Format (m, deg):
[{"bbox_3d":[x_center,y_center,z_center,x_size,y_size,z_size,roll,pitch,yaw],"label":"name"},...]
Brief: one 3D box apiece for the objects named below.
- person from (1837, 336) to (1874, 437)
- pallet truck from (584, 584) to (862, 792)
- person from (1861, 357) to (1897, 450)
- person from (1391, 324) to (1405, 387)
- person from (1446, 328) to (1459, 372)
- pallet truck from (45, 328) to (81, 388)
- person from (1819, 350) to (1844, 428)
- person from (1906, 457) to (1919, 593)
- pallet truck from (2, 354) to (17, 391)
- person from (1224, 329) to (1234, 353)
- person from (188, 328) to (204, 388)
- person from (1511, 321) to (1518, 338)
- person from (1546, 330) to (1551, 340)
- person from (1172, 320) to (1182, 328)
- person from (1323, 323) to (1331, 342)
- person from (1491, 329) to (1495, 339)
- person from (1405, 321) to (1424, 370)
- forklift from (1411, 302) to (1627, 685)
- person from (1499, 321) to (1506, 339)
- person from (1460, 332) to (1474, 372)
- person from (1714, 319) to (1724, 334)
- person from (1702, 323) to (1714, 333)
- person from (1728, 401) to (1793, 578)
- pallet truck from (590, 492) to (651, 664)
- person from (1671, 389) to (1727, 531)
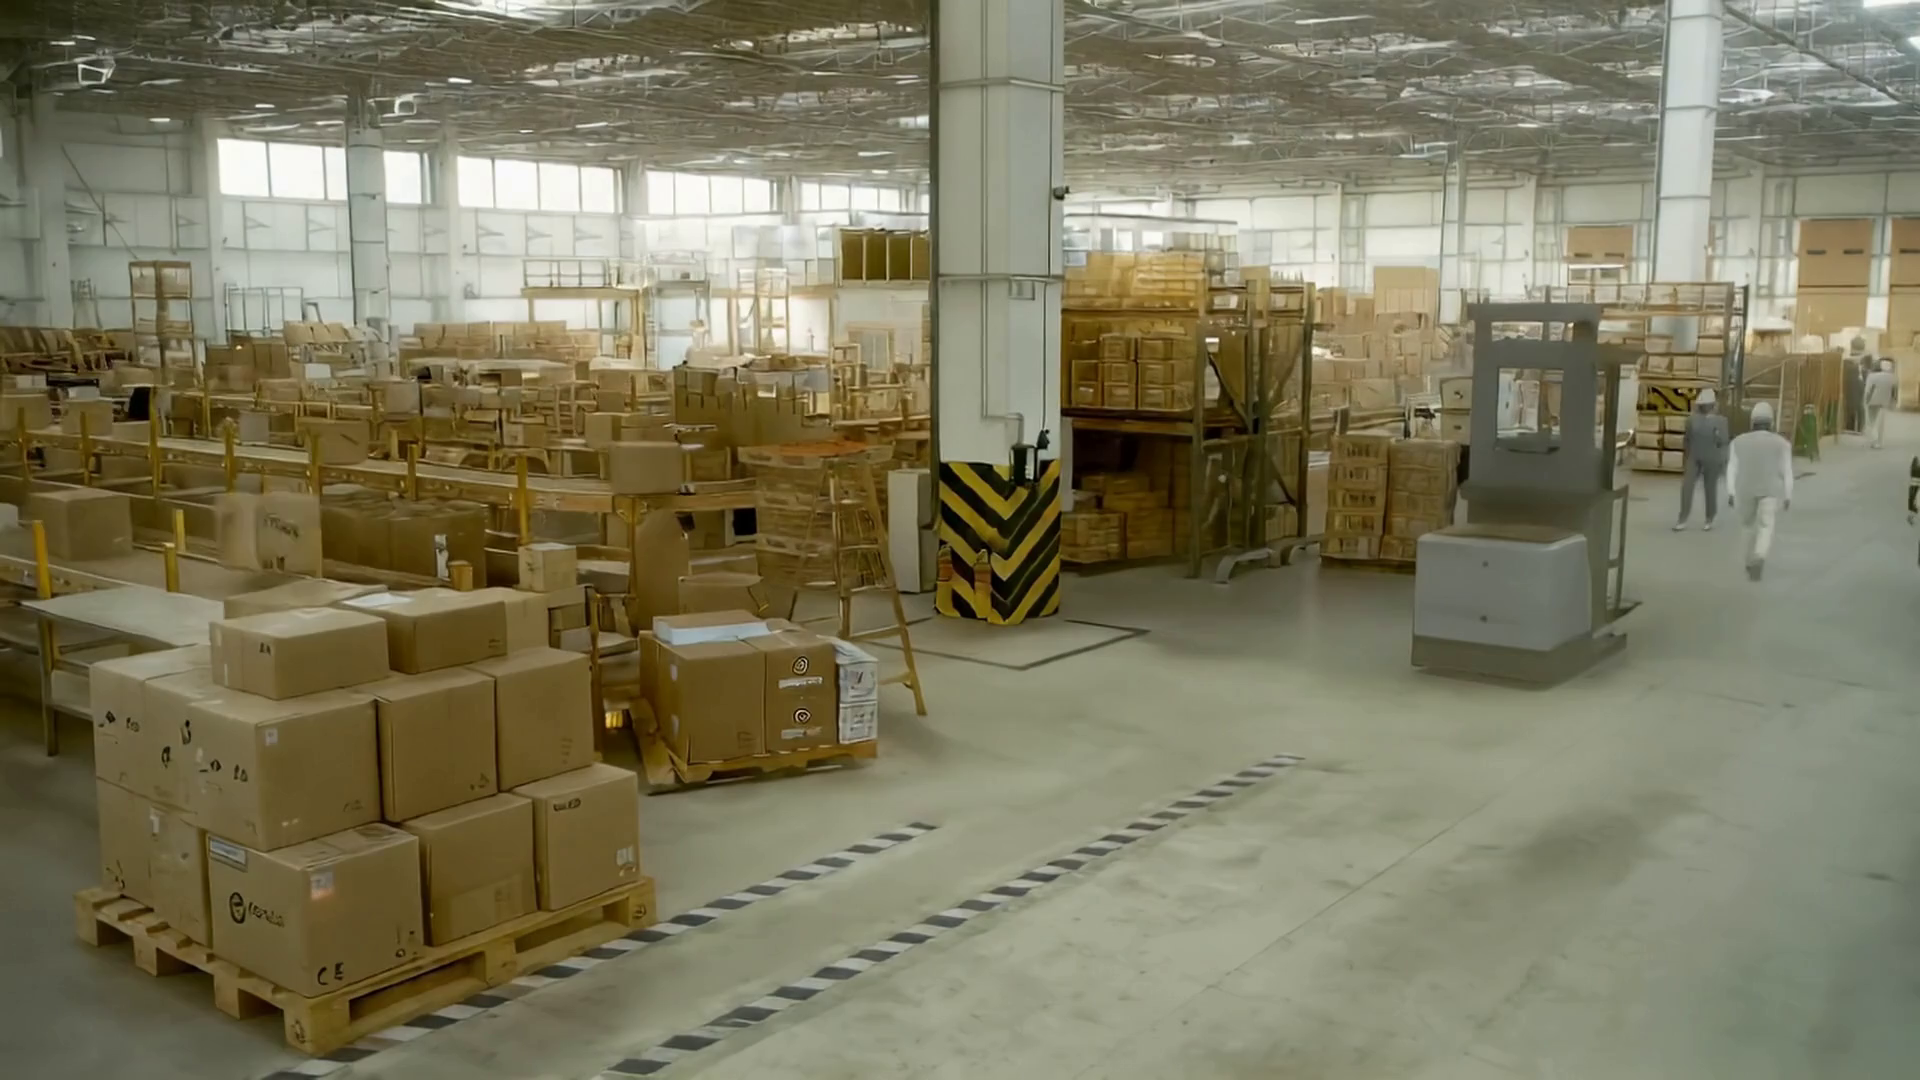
[{"bbox_3d":[18.039,-3.098,33.597,0.537,2.000,0.689,-1,8,-5],"label":"person"},{"bbox_3d":[-1.426,0.805,10.019,1.601,1.201,0.680,-4,9,-26],"label":"pallet truck"},{"bbox_3d":[17.032,-2.527,30.856,0.561,1.719,0.806,5,10,29],"label":"person"},{"bbox_3d":[13.545,-5.690,51.425,0.368,1.933,0.552,-1,9,-9],"label":"person"},{"bbox_3d":[14.876,-5.458,50.129,0.438,1.853,0.552,4,9,27],"label":"person"},{"bbox_3d":[-23.775,-4.544,43.495,1.885,1.965,0.823,6,10,35],"label":"pallet truck"},{"bbox_3d":[18.826,-3.256,35.844,0.564,1.682,0.545,7,11,38],"label":"person"},{"bbox_3d":[9.218,-0.251,15.695,0.536,1.648,0.887,5,10,31],"label":"person"},{"bbox_3d":[-24.881,-4.417,42.634,1.885,1.965,0.823,8,11,41],"label":"pallet truck"},{"bbox_3d":[7.470,-4.926,46.170,0.373,1.966,0.607,1,8,6],"label":"person"},{"bbox_3d":[-23.458,-5.593,51.019,0.407,1.874,0.797,-6,11,-37],"label":"person"},{"bbox_3d":[26.340,-9.761,78.917,0.372,1.922,0.585,3,9,17],"label":"person"},{"bbox_3d":[15.450,-4.567,43.890,0.577,1.924,0.399,-3,9,-22],"label":"person"},{"bbox_3d":[8.953,-8.160,68.243,0.355,1.887,0.573,-8,11,-41],"label":"person"},{"bbox_3d":[13.213,-6.928,60.110,0.402,1.832,0.547,3,9,17],"label":"person"},{"bbox_3d":[13.778,-4.549,43.526,0.385,1.997,0.613,2,9,12],"label":"person"},{"bbox_3d":[16.835,-7.236,62.117,1.000,1.871,0.673,7,11,41],"label":"person"},{"bbox_3d":[4.379,-0.438,12.852,1.129,2.768,1.873,7,11,37],"label":"forklift"},{"bbox_3d":[22.658,-8.282,69.541,0.311,1.744,0.486,1,8,5],"label":"person"},{"bbox_3d":[13.773,-4.717,45.163,0.521,1.857,0.457,-5,10,-32],"label":"person"},{"bbox_3d":[31.898,-8.368,69.900,0.617,1.815,0.895,-6,11,-37],"label":"person"},{"bbox_3d":[27.847,-7.213,62.131,0.623,1.814,0.840,2,9,12],"label":"person"},{"bbox_3d":[8.096,-0.496,16.851,0.593,1.811,0.691,5,10,32],"label":"person"},{"bbox_3d":[-3.115,0.344,12.883,0.653,1.274,1.630,7,11,37],"label":"pallet truck"},{"bbox_3d":[8.987,-0.953,20.173,0.546,1.729,0.840,8,12,43],"label":"person"}]
